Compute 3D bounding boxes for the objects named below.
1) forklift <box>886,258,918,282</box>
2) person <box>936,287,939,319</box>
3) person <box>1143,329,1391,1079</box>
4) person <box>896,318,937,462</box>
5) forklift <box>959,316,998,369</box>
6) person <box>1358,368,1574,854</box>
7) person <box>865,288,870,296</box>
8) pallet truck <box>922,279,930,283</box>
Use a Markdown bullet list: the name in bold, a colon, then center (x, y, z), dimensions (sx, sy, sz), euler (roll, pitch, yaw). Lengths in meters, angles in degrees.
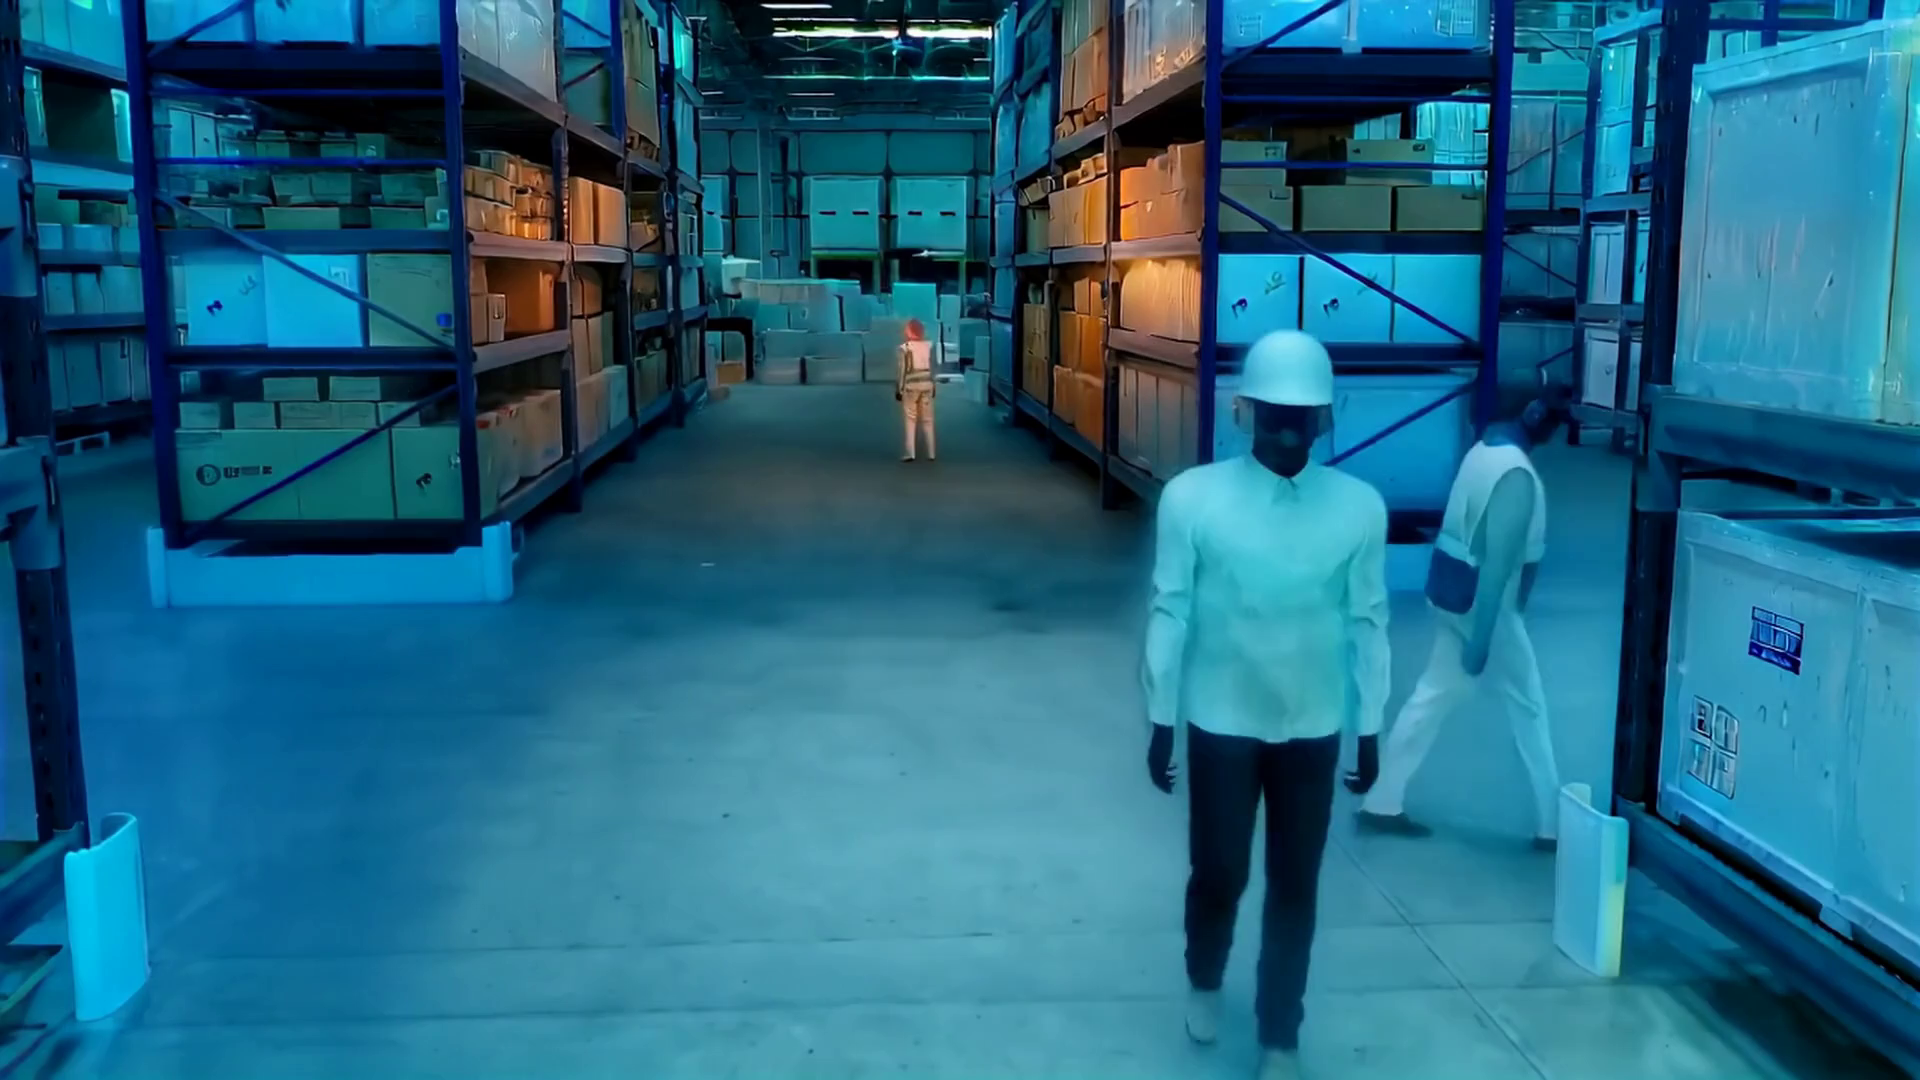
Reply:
- **forklift**: center (-1.592, -6.593, 45.730), dimensions (1.129, 2.768, 1.873), euler (-1, 9, -4)
- **person**: center (-0.872, -7.851, 56.940), dimensions (0.961, 1.818, 0.648), euler (-8, 12, -40)
- **person**: center (0.792, 0.455, 4.266), dimensions (0.639, 1.983, 0.441), euler (-1, 9, -4)
- **person**: center (-0.486, -1.697, 18.912), dimensions (0.511, 1.630, 0.317), euler (-5, 10, -30)
- **forklift**: center (1.009, -5.064, 36.127), dimensions (1.873, 2.768, 1.129), euler (5, 10, 29)
- **person**: center (1.926, 0.269, 6.076), dimensions (0.914, 1.790, 0.604), euler (0, 9, 1)
- **person**: center (-3.679, -9.340, 66.988), dimensions (0.841, 1.595, 0.529), euler (-1, 9, -5)
- **pallet truck**: center (-0.932, -8.922, 63.114), dimensions (1.885, 1.965, 0.823), euler (2, 9, 13)
